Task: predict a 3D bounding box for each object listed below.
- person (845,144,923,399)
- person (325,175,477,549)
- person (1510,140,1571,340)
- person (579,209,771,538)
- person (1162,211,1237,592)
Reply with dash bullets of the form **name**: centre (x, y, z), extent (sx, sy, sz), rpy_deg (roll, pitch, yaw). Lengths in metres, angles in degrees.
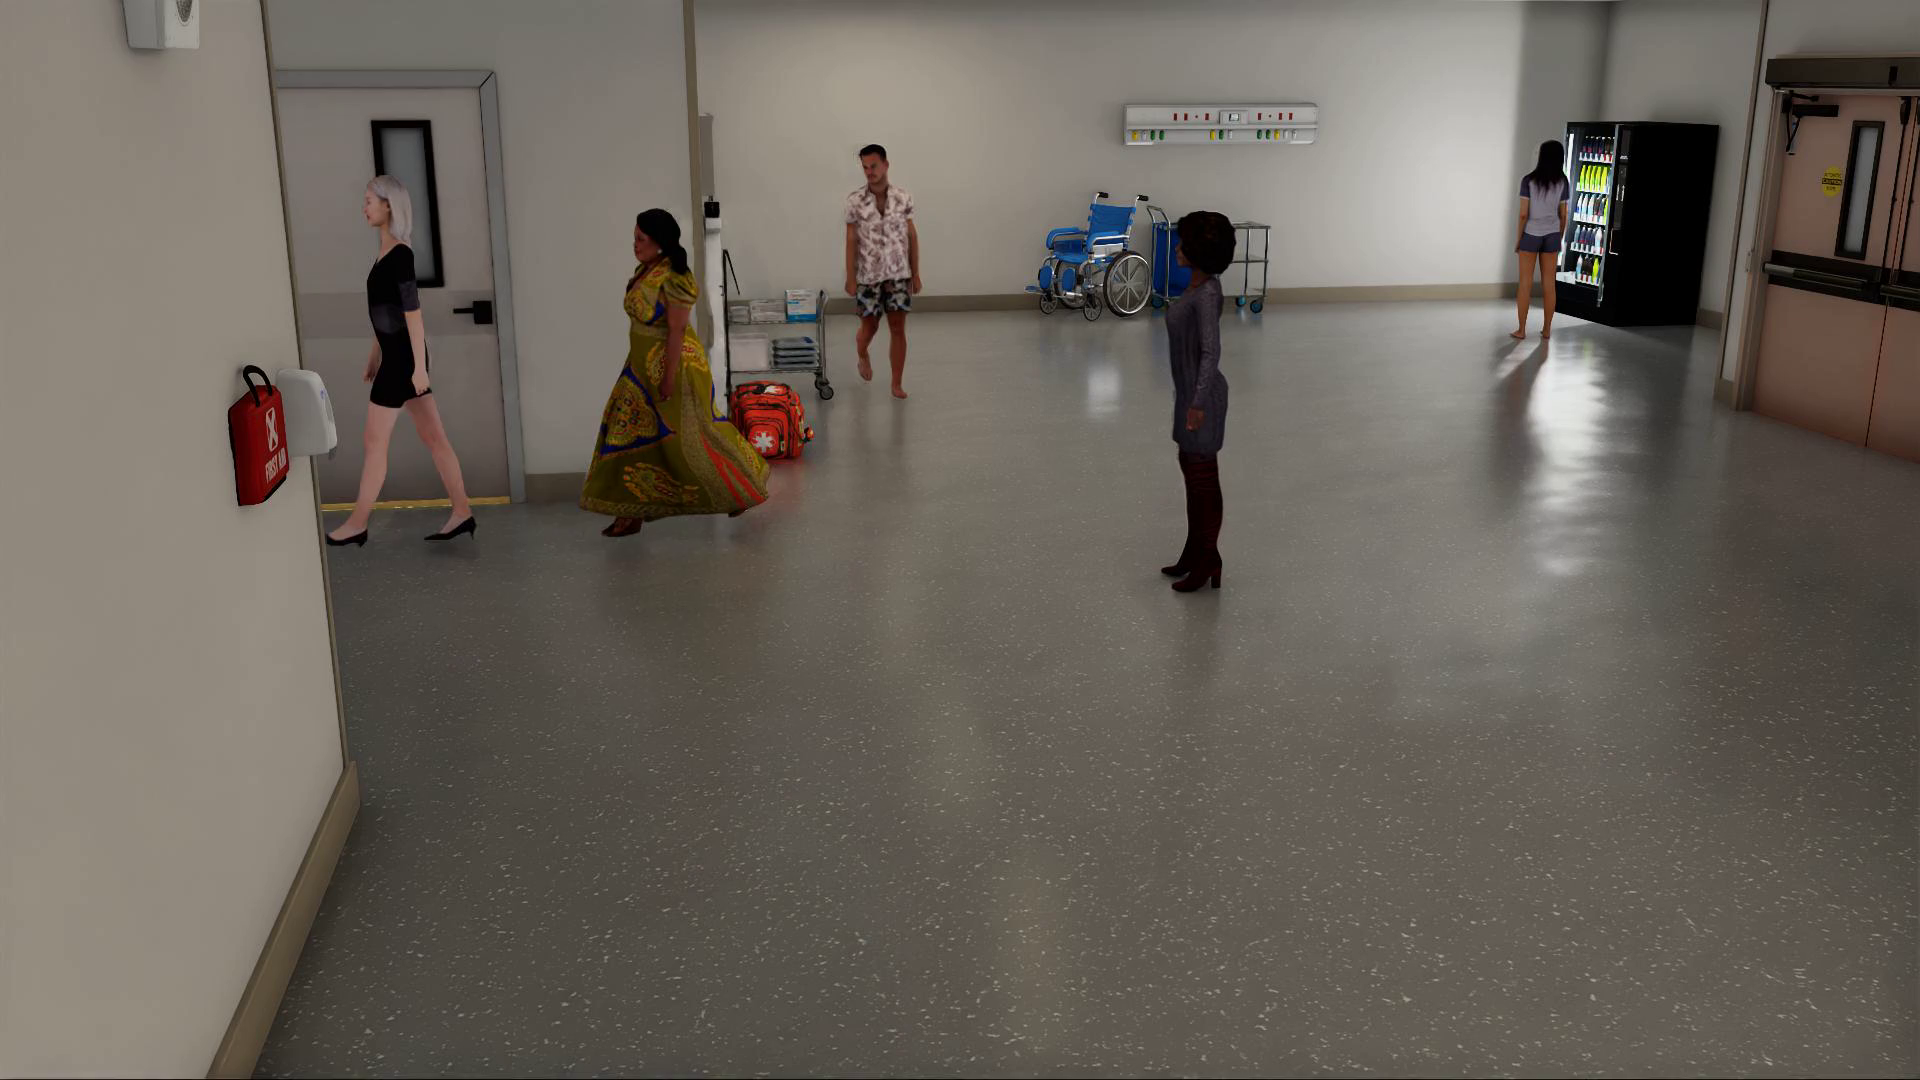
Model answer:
- **person**: centre (-0.590, -1.950, 12.092), extent (0.750, 1.790, 0.953), rpy_deg (-5, 16, -17)
- **person**: centre (-2.619, -0.840, 8.136), extent (0.835, 1.801, 1.007), rpy_deg (-7, 17, -22)
- **person**: centre (5.131, -2.659, 14.715), extent (0.629, 1.732, 0.570), rpy_deg (1, 16, 2)
- **person**: centre (-1.407, -0.826, 8.410), extent (1.294, 1.626, 1.368), rpy_deg (-14, 21, -41)
- **person**: centre (1.083, -0.623, 7.535), extent (0.672, 1.710, 0.502), rpy_deg (0, 16, 1)
